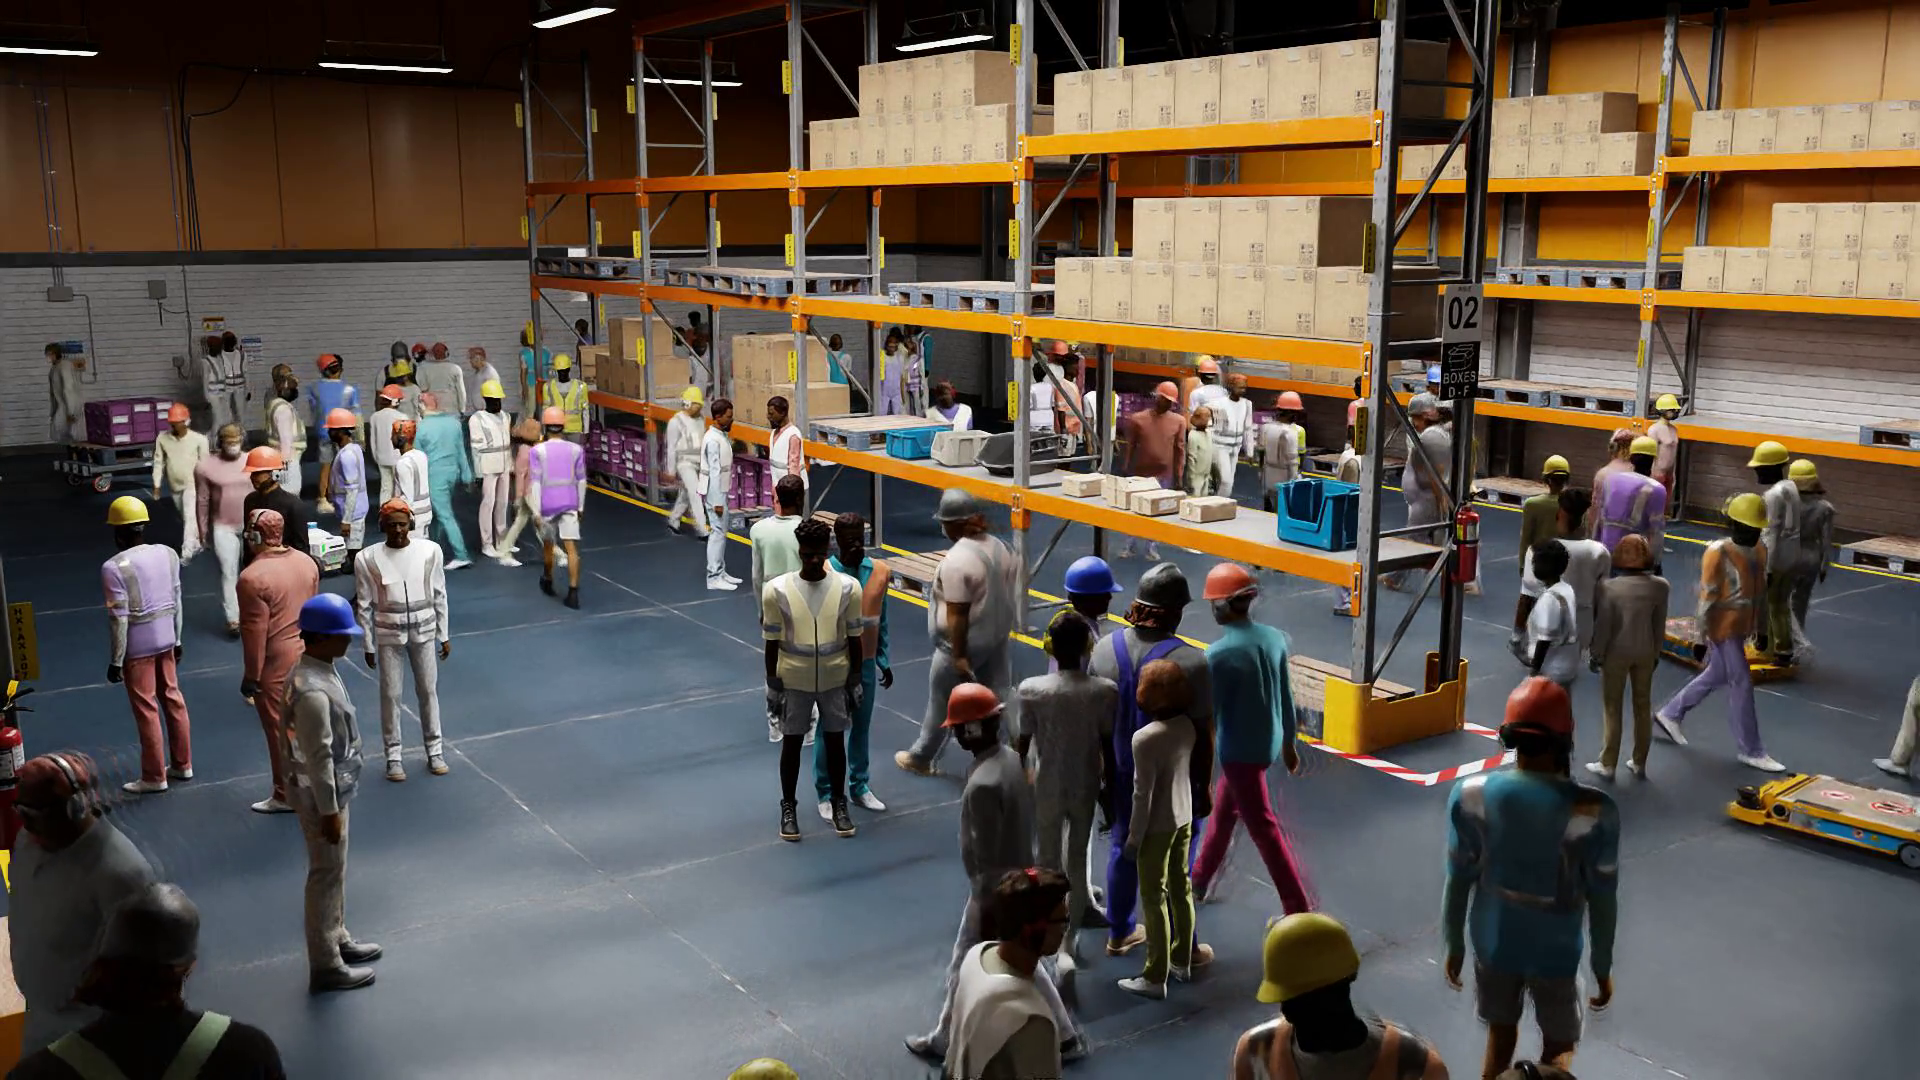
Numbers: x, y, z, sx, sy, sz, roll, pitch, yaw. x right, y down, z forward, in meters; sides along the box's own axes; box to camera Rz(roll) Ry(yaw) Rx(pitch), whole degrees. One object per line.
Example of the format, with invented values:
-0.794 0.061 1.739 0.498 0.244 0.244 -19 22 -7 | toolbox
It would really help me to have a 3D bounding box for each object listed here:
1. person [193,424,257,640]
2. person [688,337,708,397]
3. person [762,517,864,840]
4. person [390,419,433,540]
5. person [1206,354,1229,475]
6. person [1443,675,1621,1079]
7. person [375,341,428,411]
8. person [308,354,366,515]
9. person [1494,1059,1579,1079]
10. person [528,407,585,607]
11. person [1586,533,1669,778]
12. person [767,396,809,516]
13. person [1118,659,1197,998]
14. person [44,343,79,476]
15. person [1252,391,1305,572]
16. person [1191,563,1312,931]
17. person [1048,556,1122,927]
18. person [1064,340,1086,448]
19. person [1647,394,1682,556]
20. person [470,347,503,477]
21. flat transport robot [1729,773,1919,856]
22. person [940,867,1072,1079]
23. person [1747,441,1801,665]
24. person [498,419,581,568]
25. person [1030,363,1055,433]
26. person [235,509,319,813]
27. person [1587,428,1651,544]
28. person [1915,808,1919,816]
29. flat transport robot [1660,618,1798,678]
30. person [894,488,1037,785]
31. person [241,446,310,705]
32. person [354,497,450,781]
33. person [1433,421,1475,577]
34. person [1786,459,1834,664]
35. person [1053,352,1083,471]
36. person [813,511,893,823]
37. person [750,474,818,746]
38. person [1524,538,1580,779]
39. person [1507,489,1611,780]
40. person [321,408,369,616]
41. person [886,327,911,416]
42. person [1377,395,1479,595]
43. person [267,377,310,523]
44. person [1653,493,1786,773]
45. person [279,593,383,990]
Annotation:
-6.414 -0.095 14.757 0.631 1.885 1.021 -6 13 -30 | person
-4.046 -2.207 25.673 0.348 1.839 0.505 5 12 23 | person
-0.866 0.821 9.877 0.603 1.957 0.385 -2 11 -11 | person
-4.966 -0.156 15.056 0.351 1.882 0.576 0 11 -1 | person
3.500 -1.790 23.008 0.397 2.043 0.609 5 12 24 | person
2.083 1.509 6.159 0.623 2.030 0.663 7 13 31 | person
-7.685 -1.778 22.951 0.695 2.000 0.875 -3 11 -13 | person
-7.688 -1.290 20.568 0.653 2.011 0.437 -1 11 -7 | person
1.206 2.046 3.642 0.364 1.939 0.636 4 12 19 | person
-3.860 -0.332 15.967 0.554 1.872 1.008 -6 12 -27 | person
4.402 0.764 10.979 0.500 1.636 0.286 -2 11 -9 | person
-1.753 -0.502 16.778 0.409 1.907 0.597 -6 12 -27 | person
0.959 1.363 7.920 0.278 1.632 0.507 9 15 40 | person
-12.743 -1.840 23.580 0.445 1.916 0.650 -9 14 -37 | person
3.258 -0.576 17.140 0.675 1.916 0.546 -4 12 -19 | person
1.491 1.081 8.647 1.046 1.934 0.625 10 15 41 | person
0.643 1.044 8.743 0.393 1.949 0.602 -2 11 -9 | person
1.788 -2.381 26.604 0.403 1.827 0.595 -5 12 -22 | person
7.666 -0.710 18.180 0.533 1.772 0.298 -9 14 -39 | person
-6.610 -1.760 23.256 0.402 1.892 0.678 -6 13 -29 | person
5.436 1.663 9.883 0.652 0.197 1.431 -10 15 -41 | flat transport robot
0.247 1.851 4.976 0.854 1.810 0.572 -2 11 -9 | person
6.528 0.153 13.409 0.443 1.911 0.668 8 14 35 | person
-4.495 -0.489 17.517 0.873 1.581 0.502 -1 11 -5 | person
1.101 -1.593 22.884 0.532 1.697 0.322 -5 12 -25 | person
-4.266 0.746 10.378 0.401 1.906 0.649 3 11 15 | person
5.729 -0.034 14.482 0.651 1.890 0.825 -7 13 -33 | person
5.841 0.946 9.407 0.651 1.888 0.444 -6 13 -29 | person
6.232 0.876 13.909 0.652 0.197 1.431 -2 11 -12 | flat transport robot
0.088 0.596 10.800 1.074 2.000 0.690 8 14 36 | person
-5.164 0.281 12.527 0.611 1.996 0.378 5 12 24 | person
-3.658 0.648 10.966 0.569 1.880 0.355 -6 12 -28 | person
5.011 -0.419 17.087 0.502 1.620 0.486 -1 11 -5 | person
6.884 0.204 13.619 0.498 1.720 0.535 0 11 2 | person
1.387 -1.414 21.277 0.367 1.967 0.607 3 12 17 | person
-0.691 0.760 10.274 0.589 1.920 0.398 -7 13 -31 | person
-1.183 0.492 11.650 0.592 1.920 0.392 5 12 24 | person
3.743 0.832 10.573 0.358 1.683 0.564 6 13 28 | person
3.938 0.608 11.050 0.583 1.922 0.816 -5 12 -23 | person
-5.677 -0.257 15.428 0.362 1.939 0.543 -3 11 -15 | person
-1.031 -2.566 27.384 0.410 1.889 0.639 -7 13 -32 | person
4.629 -0.478 16.300 1.092 2.000 0.691 7 13 32 | person
-7.968 -0.993 19.475 0.629 1.829 0.640 -6 12 -27 | person
5.215 0.574 11.334 0.612 1.883 0.954 -8 14 -35 | person
-3.027 1.204 7.979 0.420 1.933 0.616 -4 12 -19 | person
